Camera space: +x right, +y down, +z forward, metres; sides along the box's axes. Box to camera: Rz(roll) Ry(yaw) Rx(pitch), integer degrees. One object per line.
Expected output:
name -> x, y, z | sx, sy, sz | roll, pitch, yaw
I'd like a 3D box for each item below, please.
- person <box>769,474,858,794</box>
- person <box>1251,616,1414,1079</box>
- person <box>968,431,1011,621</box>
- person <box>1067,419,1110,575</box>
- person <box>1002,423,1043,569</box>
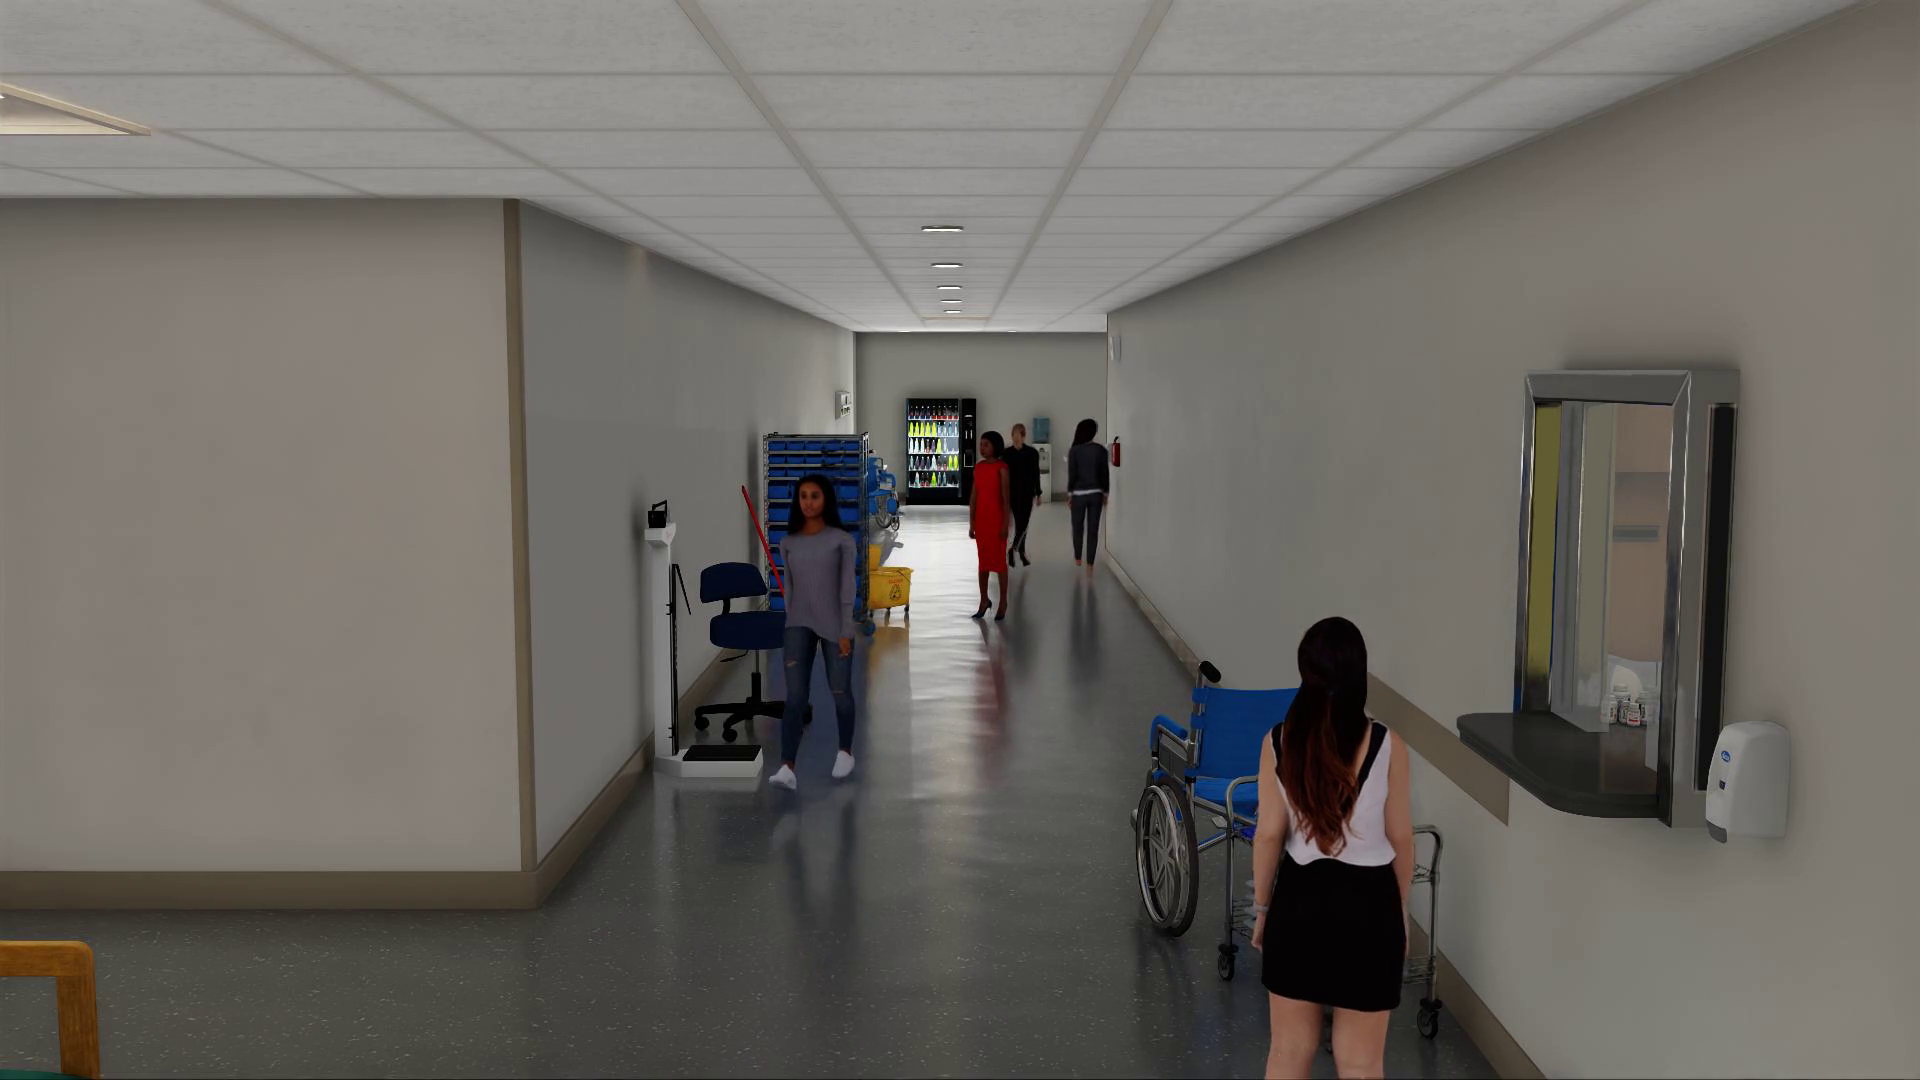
person -> -0.725, 0.516, 9.151 | 1.139, 1.692, 0.885 | 1, 6, 13
person -> 0.984, 1.021, 4.345 | 0.527, 1.648, 0.673 | 2, 6, 15
person -> 0.296, -0.140, 15.413 | 0.631, 1.743, 0.715 | 4, 7, 38
person -> 1.442, -0.461, 18.716 | 1.014, 1.720, 0.699 | 0, 6, 1
person -> 0.675, -0.460, 18.955 | 1.100, 1.670, 0.934 | 2, 6, 21
